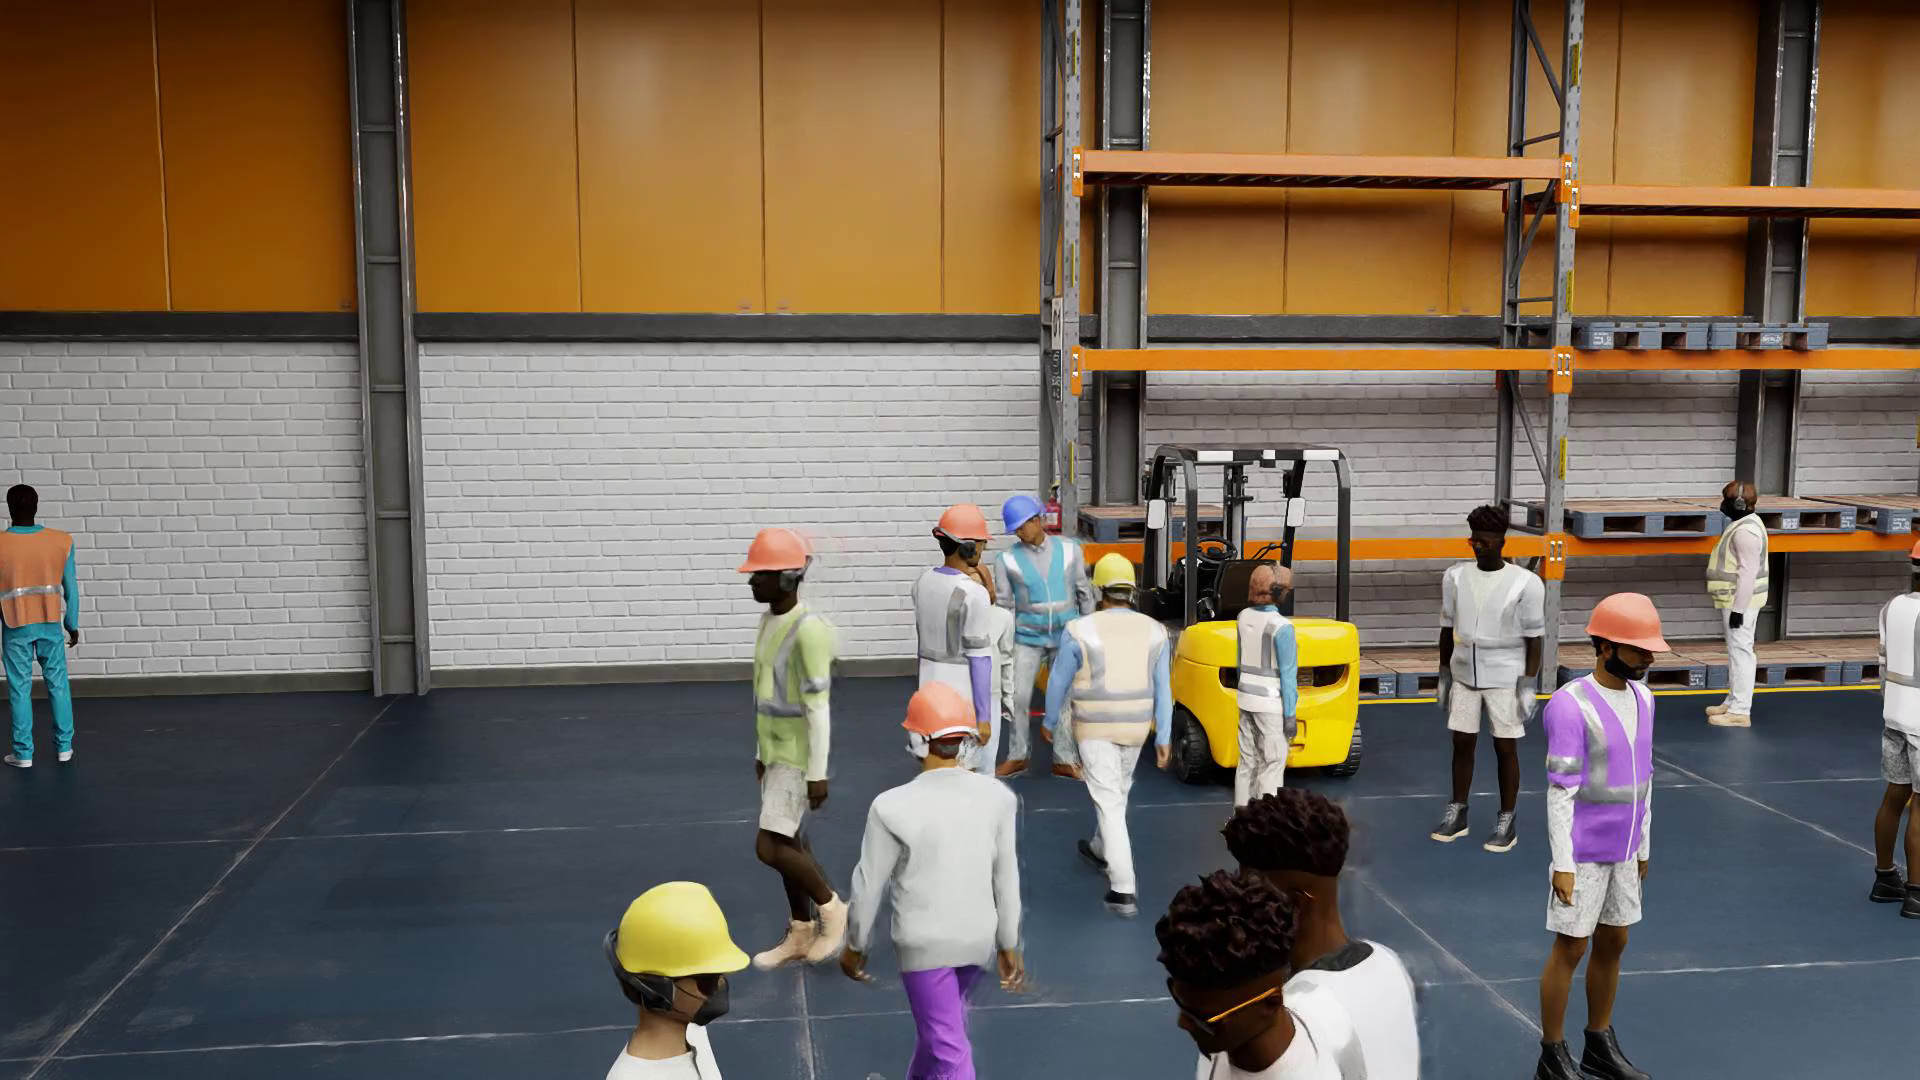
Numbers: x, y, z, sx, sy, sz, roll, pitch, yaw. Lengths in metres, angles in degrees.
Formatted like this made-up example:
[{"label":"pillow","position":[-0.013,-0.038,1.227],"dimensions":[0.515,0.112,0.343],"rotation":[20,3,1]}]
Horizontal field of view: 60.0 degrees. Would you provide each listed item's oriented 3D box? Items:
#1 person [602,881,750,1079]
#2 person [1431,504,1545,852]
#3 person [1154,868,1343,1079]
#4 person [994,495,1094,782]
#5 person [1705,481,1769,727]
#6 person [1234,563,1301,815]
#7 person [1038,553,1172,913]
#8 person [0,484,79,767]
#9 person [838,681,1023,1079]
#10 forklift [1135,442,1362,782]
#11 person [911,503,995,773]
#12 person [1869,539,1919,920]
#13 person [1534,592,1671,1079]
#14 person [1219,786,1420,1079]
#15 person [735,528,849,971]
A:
[{"label":"person","position":[-0.572,1.558,3.373],"dimensions":[0.308,1.769,0.525],"rotation":[0,7,2]},{"label":"person","position":[2.980,0.770,9.412],"dimensions":[0.612,1.962,0.365],"rotation":[6,9,42]},{"label":"person","position":[0.668,1.514,3.095],"dimensions":[0.784,1.920,0.667],"rotation":[0,7,0]},{"label":"person","position":[0.566,0.650,10.796],"dimensions":[0.699,1.896,0.390],"rotation":[-1,7,-7]},{"label":"person","position":[5.838,0.477,12.510],"dimensions":[0.430,1.845,0.624],"rotation":[3,7,24]},{"label":"person","position":[1.708,0.947,9.283],"dimensions":[0.309,1.637,0.518],"rotation":[-3,7,-24]},{"label":"person","position":[0.768,0.960,8.575],"dimensions":[0.589,1.779,0.959],"rotation":[-3,7,-21]},{"label":"person","position":[-6.295,0.579,11.288],"dimensions":[0.596,1.917,0.384],"rotation":[-6,9,-44]},{"label":"person","position":[-0.096,1.330,5.624],"dimensions":[0.562,1.703,0.930],"rotation":[-5,8,-39]},{"label":"forklift","position":[1.912,0.418,11.496],"dimensions":[1.214,2.155,2.313],"rotation":[-1,7,-8]},{"label":"person","position":[-0.010,0.821,8.686],"dimensions":[0.405,2.035,0.602],"rotation":[-5,8,-36]},{"label":"person","position":[4.815,0.914,8.295],"dimensions":[0.371,1.931,0.543],"rotation":[0,7,-1]},{"label":"person","position":[2.432,1.150,6.254],"dimensions":[0.546,1.929,0.391],"rotation":[-4,8,-31]},{"label":"person","position":[0.719,1.472,3.410],"dimensions":[0.456,1.938,0.623],"rotation":[5,8,38]},{"label":"person","position":[-0.783,0.957,7.480],"dimensions":[0.448,2.031,0.622],"rotation":[-3,7,-24]}]
